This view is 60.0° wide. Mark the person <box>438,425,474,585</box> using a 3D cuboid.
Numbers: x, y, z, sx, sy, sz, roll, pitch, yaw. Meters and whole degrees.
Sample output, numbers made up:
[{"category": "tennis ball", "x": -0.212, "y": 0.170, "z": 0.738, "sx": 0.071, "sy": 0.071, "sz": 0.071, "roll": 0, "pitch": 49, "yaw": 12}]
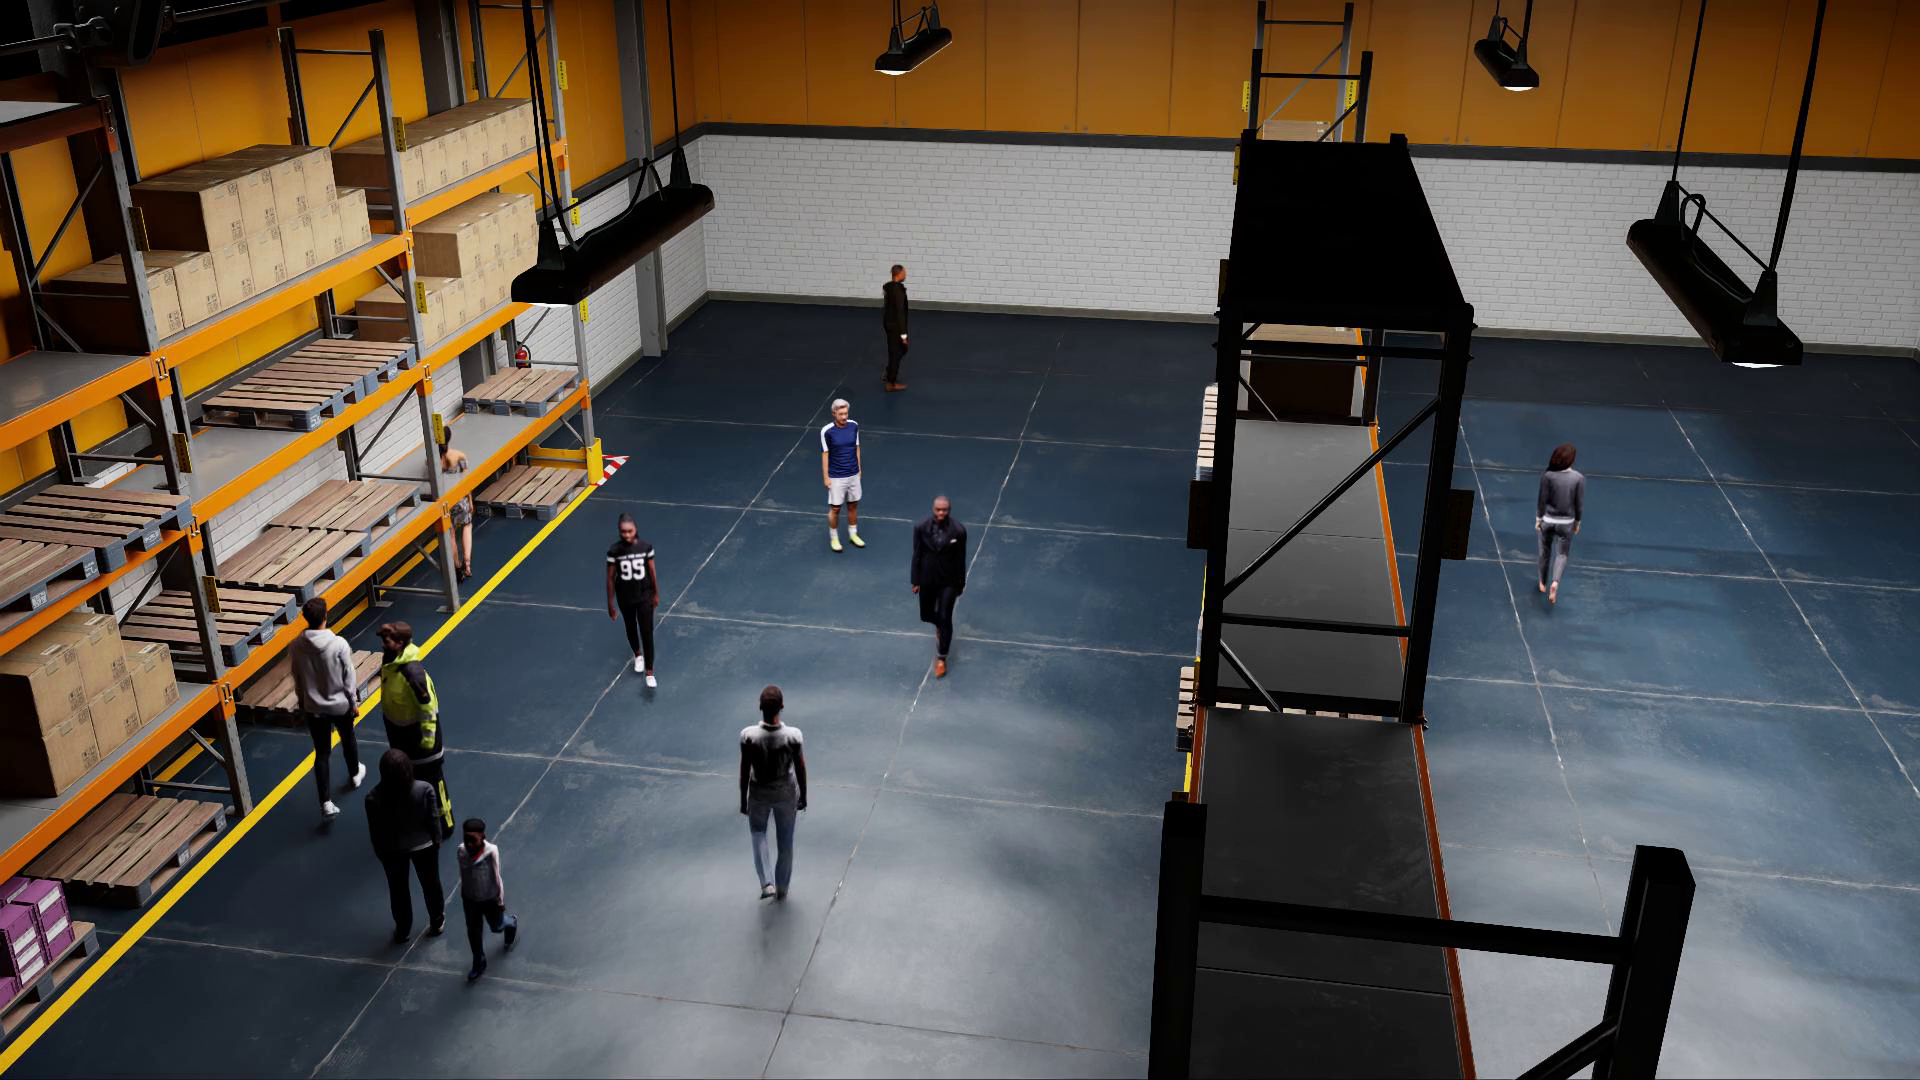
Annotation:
[{"category": "person", "x": -5.547, "y": -0.346, "z": 18.100, "sx": 0.686, "sy": 1.812, "sz": 0.717, "roll": -4, "pitch": 24, "yaw": -9}]

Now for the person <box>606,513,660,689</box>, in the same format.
[{"category": "person", "x": -3.178, "y": 0.542, "z": 16.211, "sx": 0.914, "sy": 1.698, "sz": 1.167, "roll": -5, "pitch": 24, "yaw": -12}]

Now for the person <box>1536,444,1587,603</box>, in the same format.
[{"category": "person", "x": 6.379, "y": -0.163, "z": 17.755, "sx": 0.715, "sy": 1.753, "sz": 0.982, "roll": 7, "pitch": 25, "yaw": 17}]

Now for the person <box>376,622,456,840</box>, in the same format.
[{"category": "person", "x": -4.448, "y": 1.548, "z": 13.557, "sx": 0.874, "sy": 1.981, "sz": 0.878, "roll": 21, "pitch": 31, "yaw": 40}]

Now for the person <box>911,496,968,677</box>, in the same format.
[{"category": "person", "x": -0.200, "y": 0.389, "z": 16.434, "sx": 0.714, "sy": 1.800, "sz": 1.047, "roll": 4, "pitch": 24, "yaw": 10}]

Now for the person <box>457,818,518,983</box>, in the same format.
[{"category": "person", "x": -3.470, "y": 2.556, "z": 12.170, "sx": 0.483, "sy": 1.244, "sz": 0.804, "roll": 4, "pitch": 24, "yaw": 8}]

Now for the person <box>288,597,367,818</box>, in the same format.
[{"category": "person", "x": -5.324, "y": 1.432, "z": 13.937, "sx": 0.951, "sy": 1.888, "sz": 1.297, "roll": -4, "pitch": 24, "yaw": -9}]

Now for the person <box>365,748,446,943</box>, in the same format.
[{"category": "person", "x": -4.122, "y": 2.260, "z": 12.411, "sx": 0.779, "sy": 1.595, "sz": 0.806, "roll": -7, "pitch": 25, "yaw": -16}]

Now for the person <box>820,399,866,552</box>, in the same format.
[{"category": "person", "x": -1.350, "y": -0.772, "z": 19.050, "sx": 0.726, "sy": 1.831, "sz": 0.780, "roll": -15, "pitch": 28, "yaw": -30}]

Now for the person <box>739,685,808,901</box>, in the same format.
[{"category": "person", "x": -1.429, "y": 2.005, "z": 12.684, "sx": 0.788, "sy": 1.842, "sz": 0.865, "roll": -2, "pitch": 24, "yaw": -6}]

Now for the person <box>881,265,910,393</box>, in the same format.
[{"category": "person", "x": -1.024, "y": -3.069, "z": 24.235, "sx": 0.921, "sy": 1.888, "sz": 0.830, "roll": -9, "pitch": 25, "yaw": -21}]
